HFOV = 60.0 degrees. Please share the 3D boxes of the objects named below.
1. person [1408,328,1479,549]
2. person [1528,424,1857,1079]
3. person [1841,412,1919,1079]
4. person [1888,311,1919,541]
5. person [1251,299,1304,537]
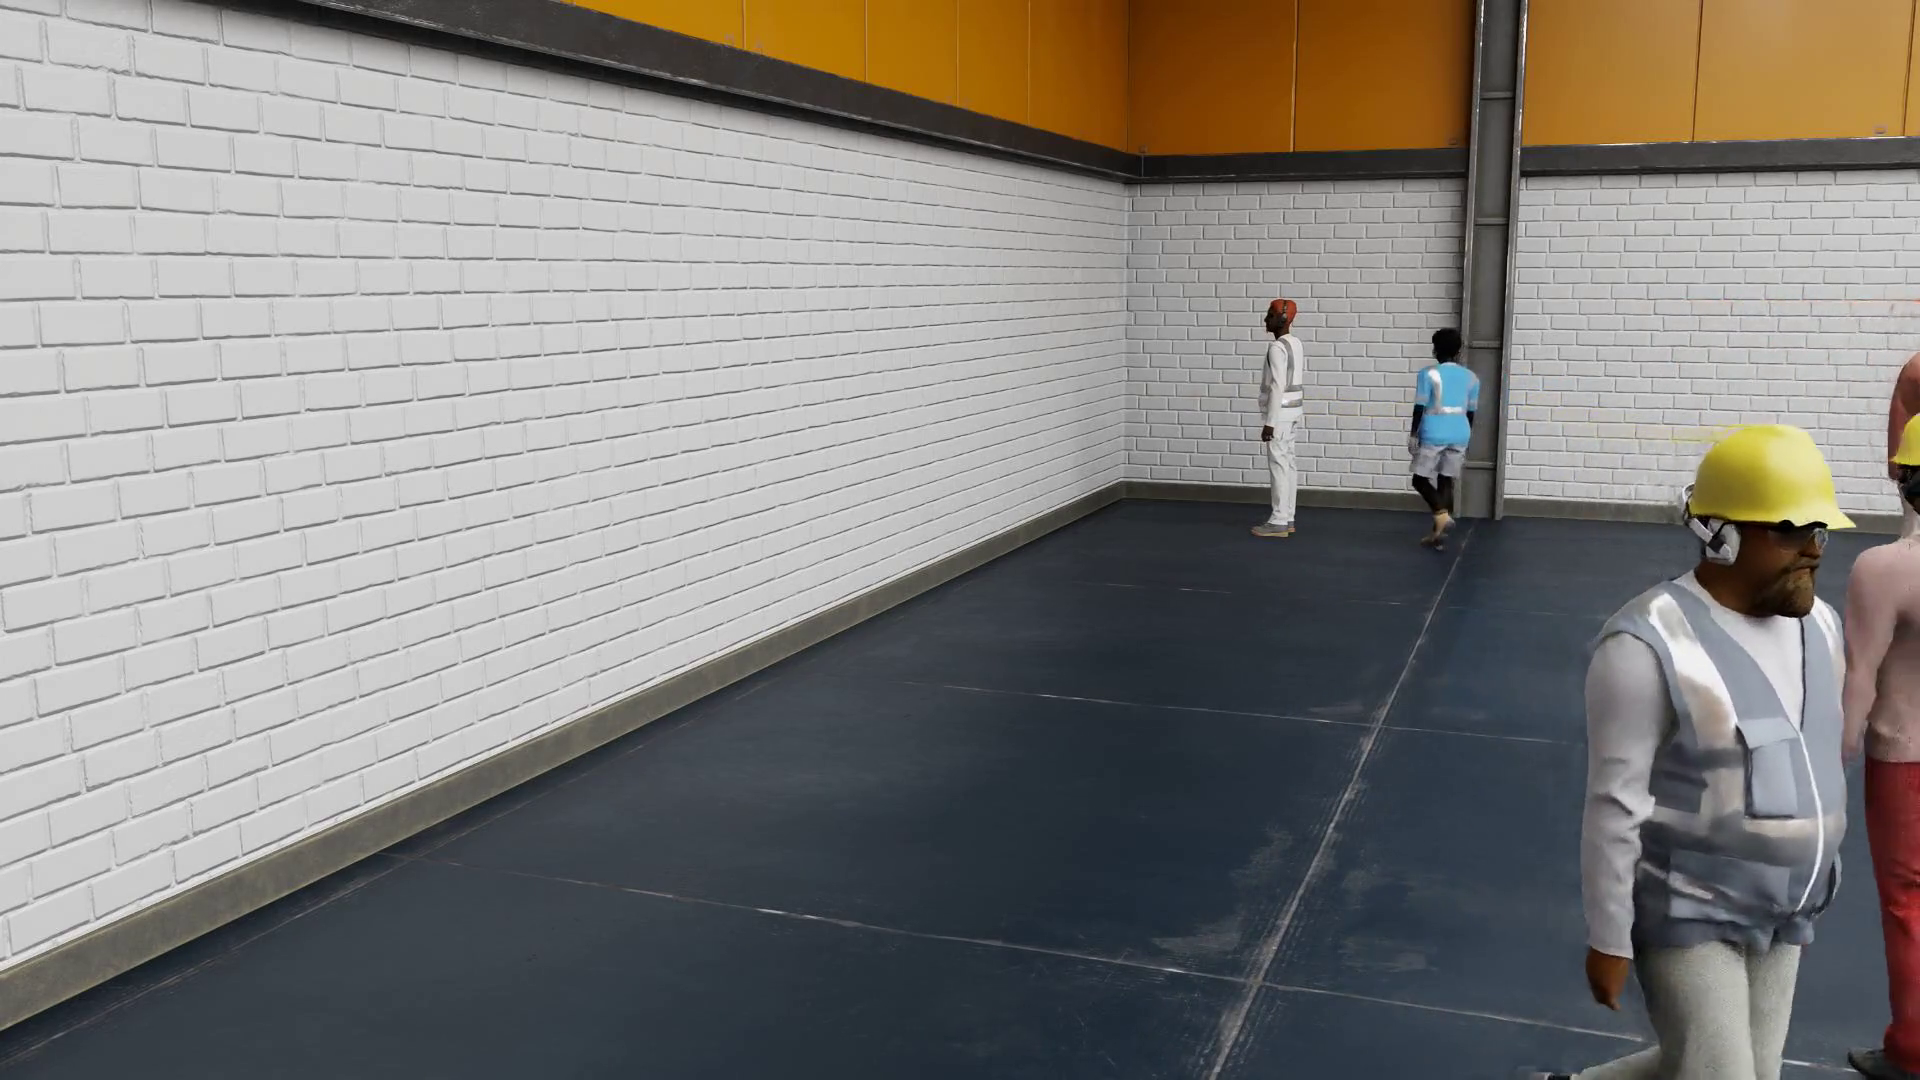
[{"bbox_3d":[3.645,-0.743,12.467,0.573,1.671,0.520,-3,9,-17],"label":"person"},{"bbox_3d":[1.404,0.664,3.242,0.588,1.813,0.699,-5,10,-27],"label":"person"},{"bbox_3d":[2.415,0.528,4.212,0.546,1.751,0.449,-2,9,-11],"label":"person"},{"bbox_3d":[5.439,-0.393,9.329,0.444,1.969,0.622,6,11,32],"label":"person"},{"bbox_3d":[2.538,-0.967,13.225,0.350,1.883,0.583,4,10,26],"label":"person"}]
